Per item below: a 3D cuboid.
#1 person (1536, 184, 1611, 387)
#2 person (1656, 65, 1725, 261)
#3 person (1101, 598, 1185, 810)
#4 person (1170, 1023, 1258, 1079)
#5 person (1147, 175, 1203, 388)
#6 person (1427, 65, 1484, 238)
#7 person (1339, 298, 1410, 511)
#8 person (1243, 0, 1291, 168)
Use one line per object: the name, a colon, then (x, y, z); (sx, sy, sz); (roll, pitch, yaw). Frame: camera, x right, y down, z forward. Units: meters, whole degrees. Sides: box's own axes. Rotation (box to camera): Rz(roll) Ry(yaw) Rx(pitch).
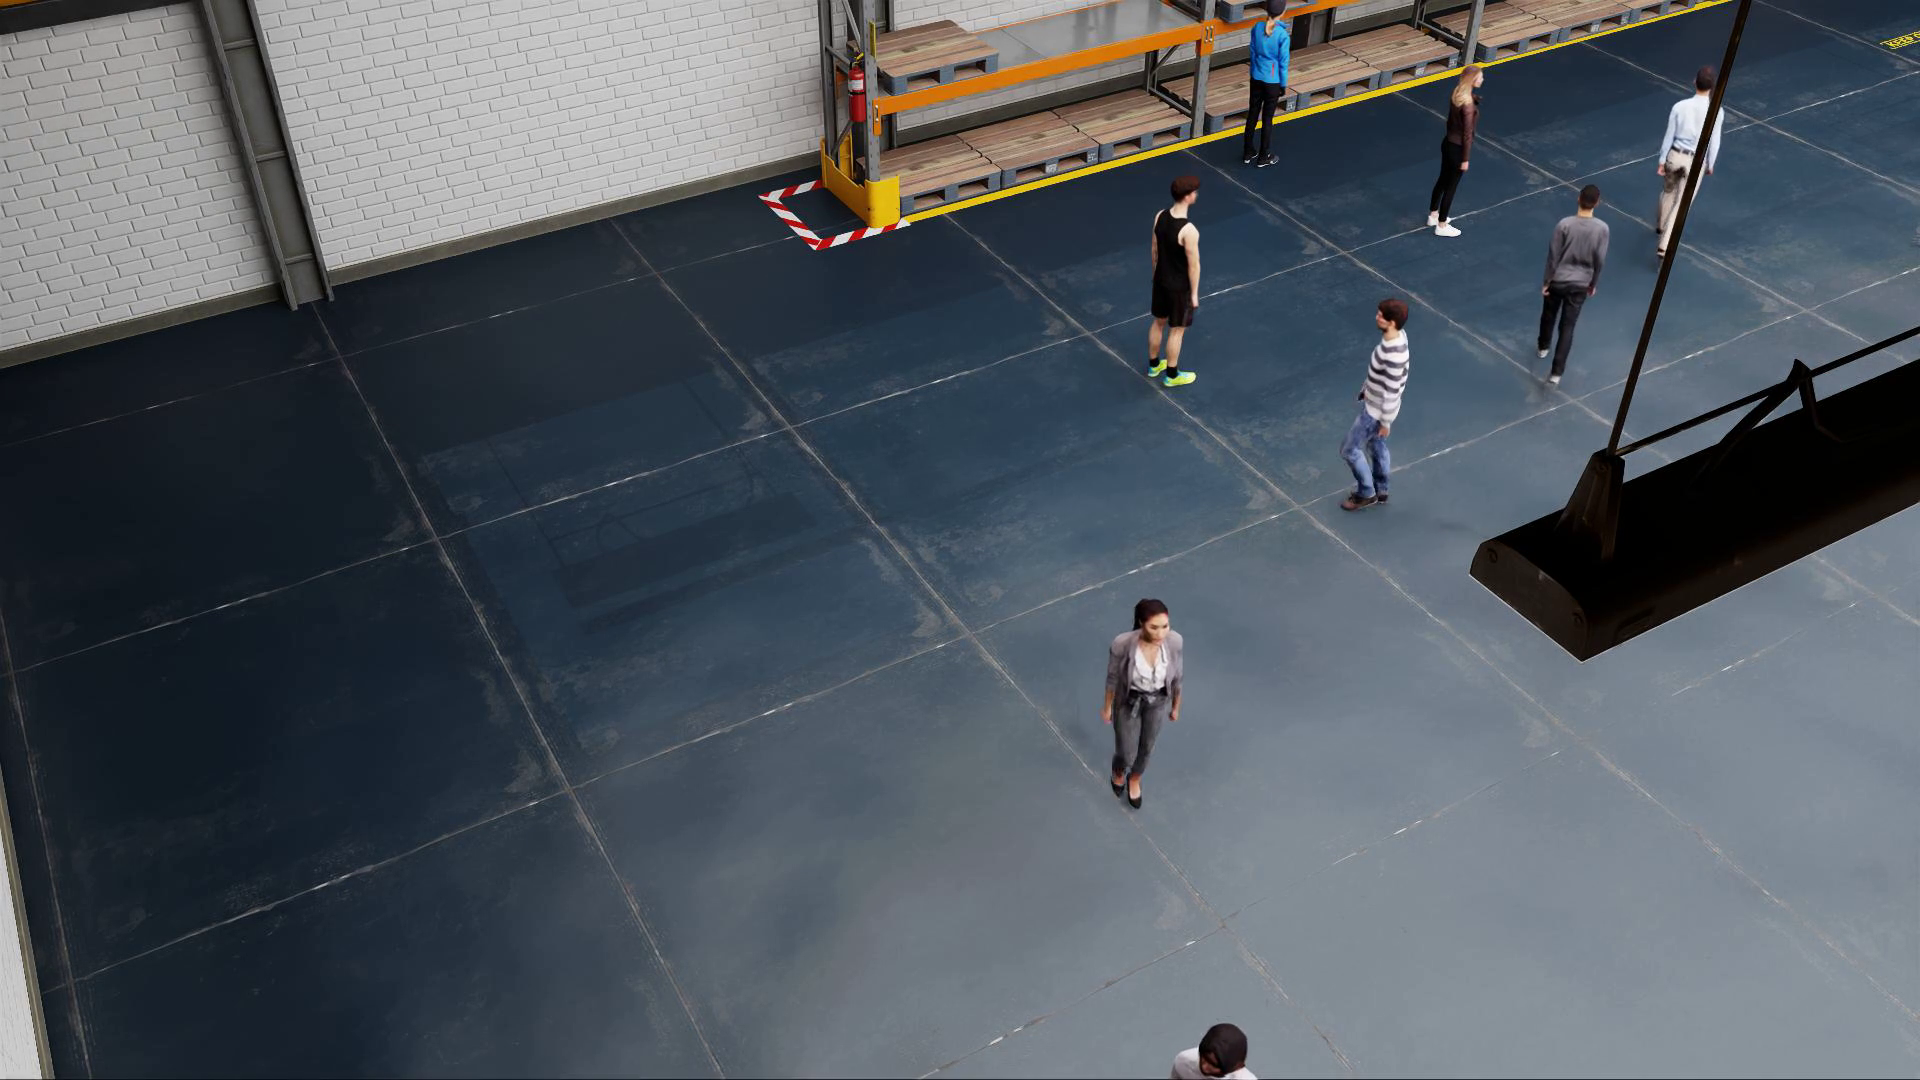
person: (5.144, -2.124, 14.034); (1.123, 1.738, 1.169); (9, 39, 11)
person: (6.855, -3.531, 15.727); (1.037, 1.824, 1.301); (22, 43, 25)
person: (1.088, 0.964, 10.229); (0.638, 1.662, 0.778); (-6, 39, -8)
person: (1.163, 2.824, 7.852); (0.660, 1.721, 0.685); (16, 41, 19)
person: (1.796, -2.174, 13.974); (0.589, 1.891, 0.713); (-25, 45, -28)
person: (4.804, -3.790, 16.147); (0.646, 1.705, 0.673); (-4, 39, -5)
person: (3.266, -0.991, 12.539); (0.865, 1.833, 0.806); (10, 40, 12)
person: (3.182, -4.770, 17.292); (0.669, 1.807, 0.612); (32, 48, 33)
